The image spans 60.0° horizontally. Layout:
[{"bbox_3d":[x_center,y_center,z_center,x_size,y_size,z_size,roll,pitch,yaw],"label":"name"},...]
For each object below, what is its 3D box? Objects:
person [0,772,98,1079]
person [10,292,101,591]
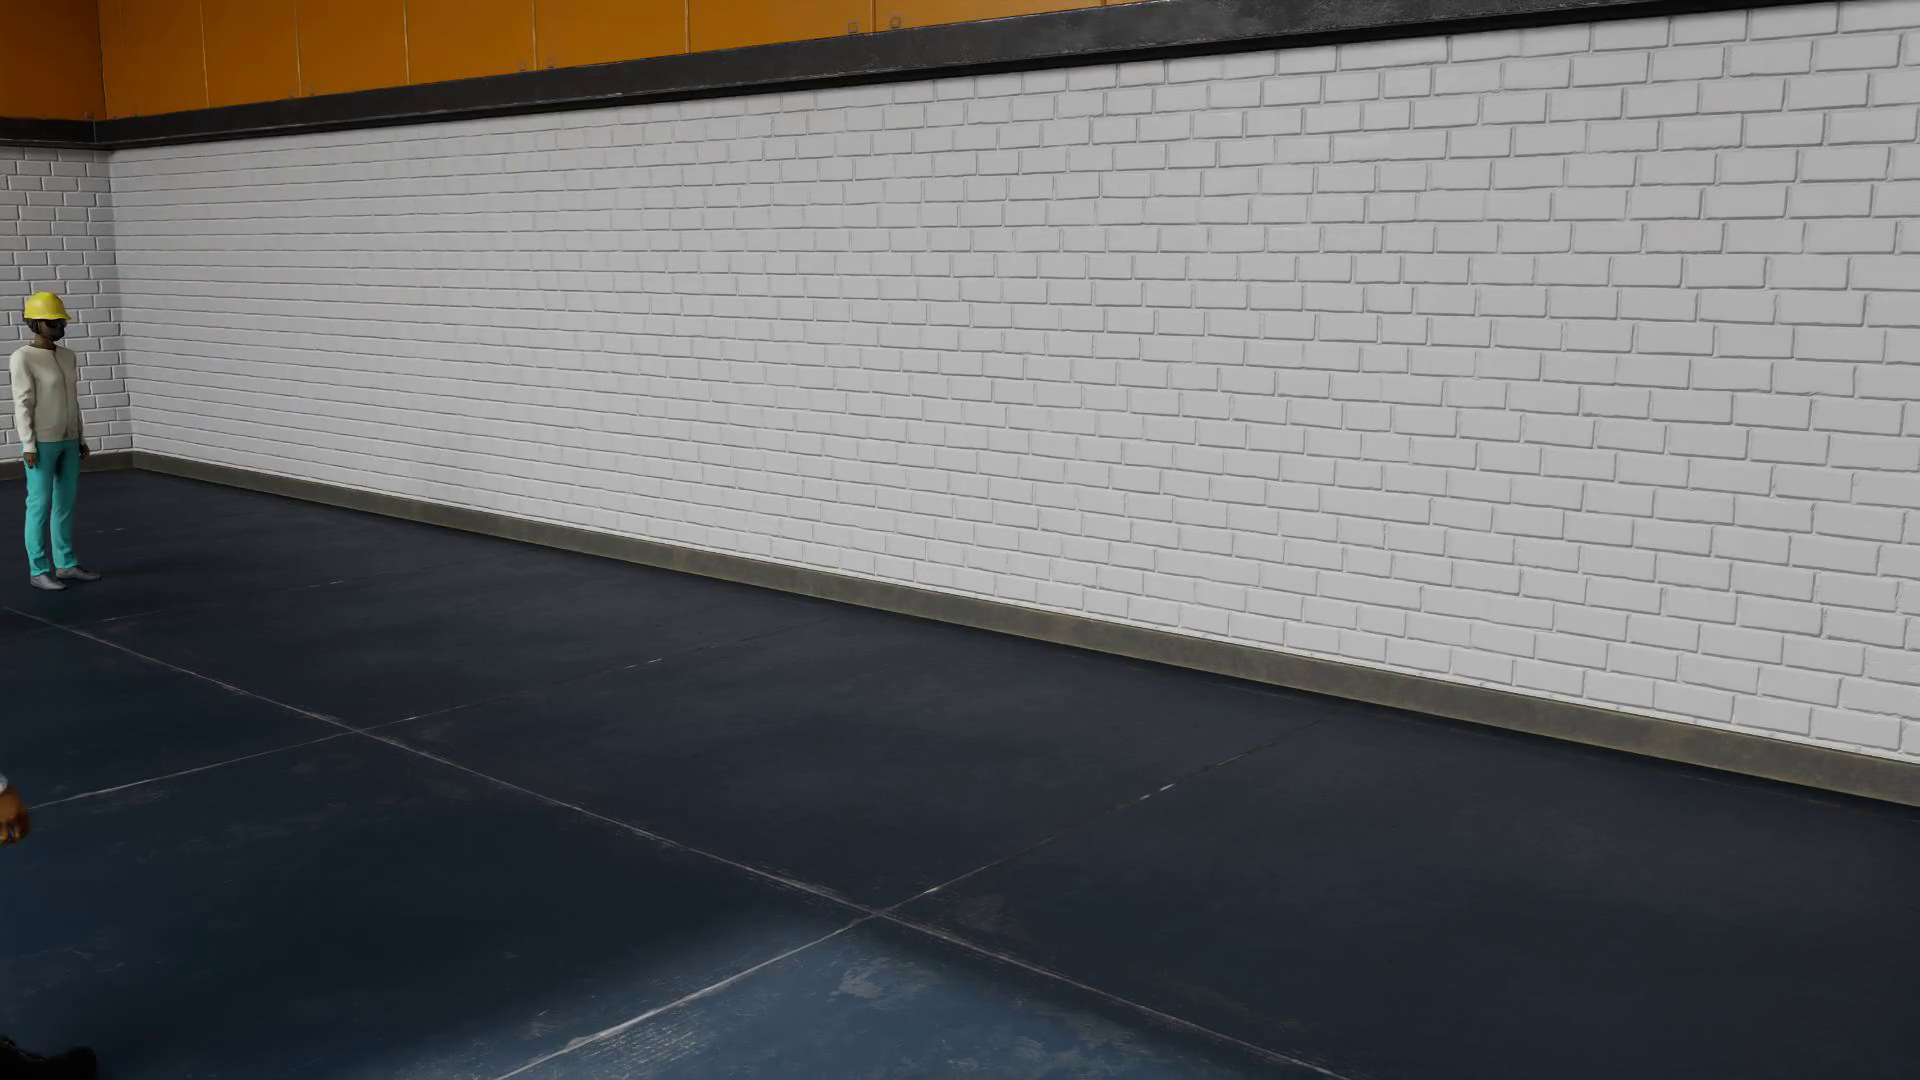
[{"bbox_3d":[-2.338,0.491,3.445,0.559,1.894,1.002,6,12,30],"label":"person"},{"bbox_3d":[-5.394,-0.590,9.926,0.327,1.767,0.533,1,10,8],"label":"person"}]
